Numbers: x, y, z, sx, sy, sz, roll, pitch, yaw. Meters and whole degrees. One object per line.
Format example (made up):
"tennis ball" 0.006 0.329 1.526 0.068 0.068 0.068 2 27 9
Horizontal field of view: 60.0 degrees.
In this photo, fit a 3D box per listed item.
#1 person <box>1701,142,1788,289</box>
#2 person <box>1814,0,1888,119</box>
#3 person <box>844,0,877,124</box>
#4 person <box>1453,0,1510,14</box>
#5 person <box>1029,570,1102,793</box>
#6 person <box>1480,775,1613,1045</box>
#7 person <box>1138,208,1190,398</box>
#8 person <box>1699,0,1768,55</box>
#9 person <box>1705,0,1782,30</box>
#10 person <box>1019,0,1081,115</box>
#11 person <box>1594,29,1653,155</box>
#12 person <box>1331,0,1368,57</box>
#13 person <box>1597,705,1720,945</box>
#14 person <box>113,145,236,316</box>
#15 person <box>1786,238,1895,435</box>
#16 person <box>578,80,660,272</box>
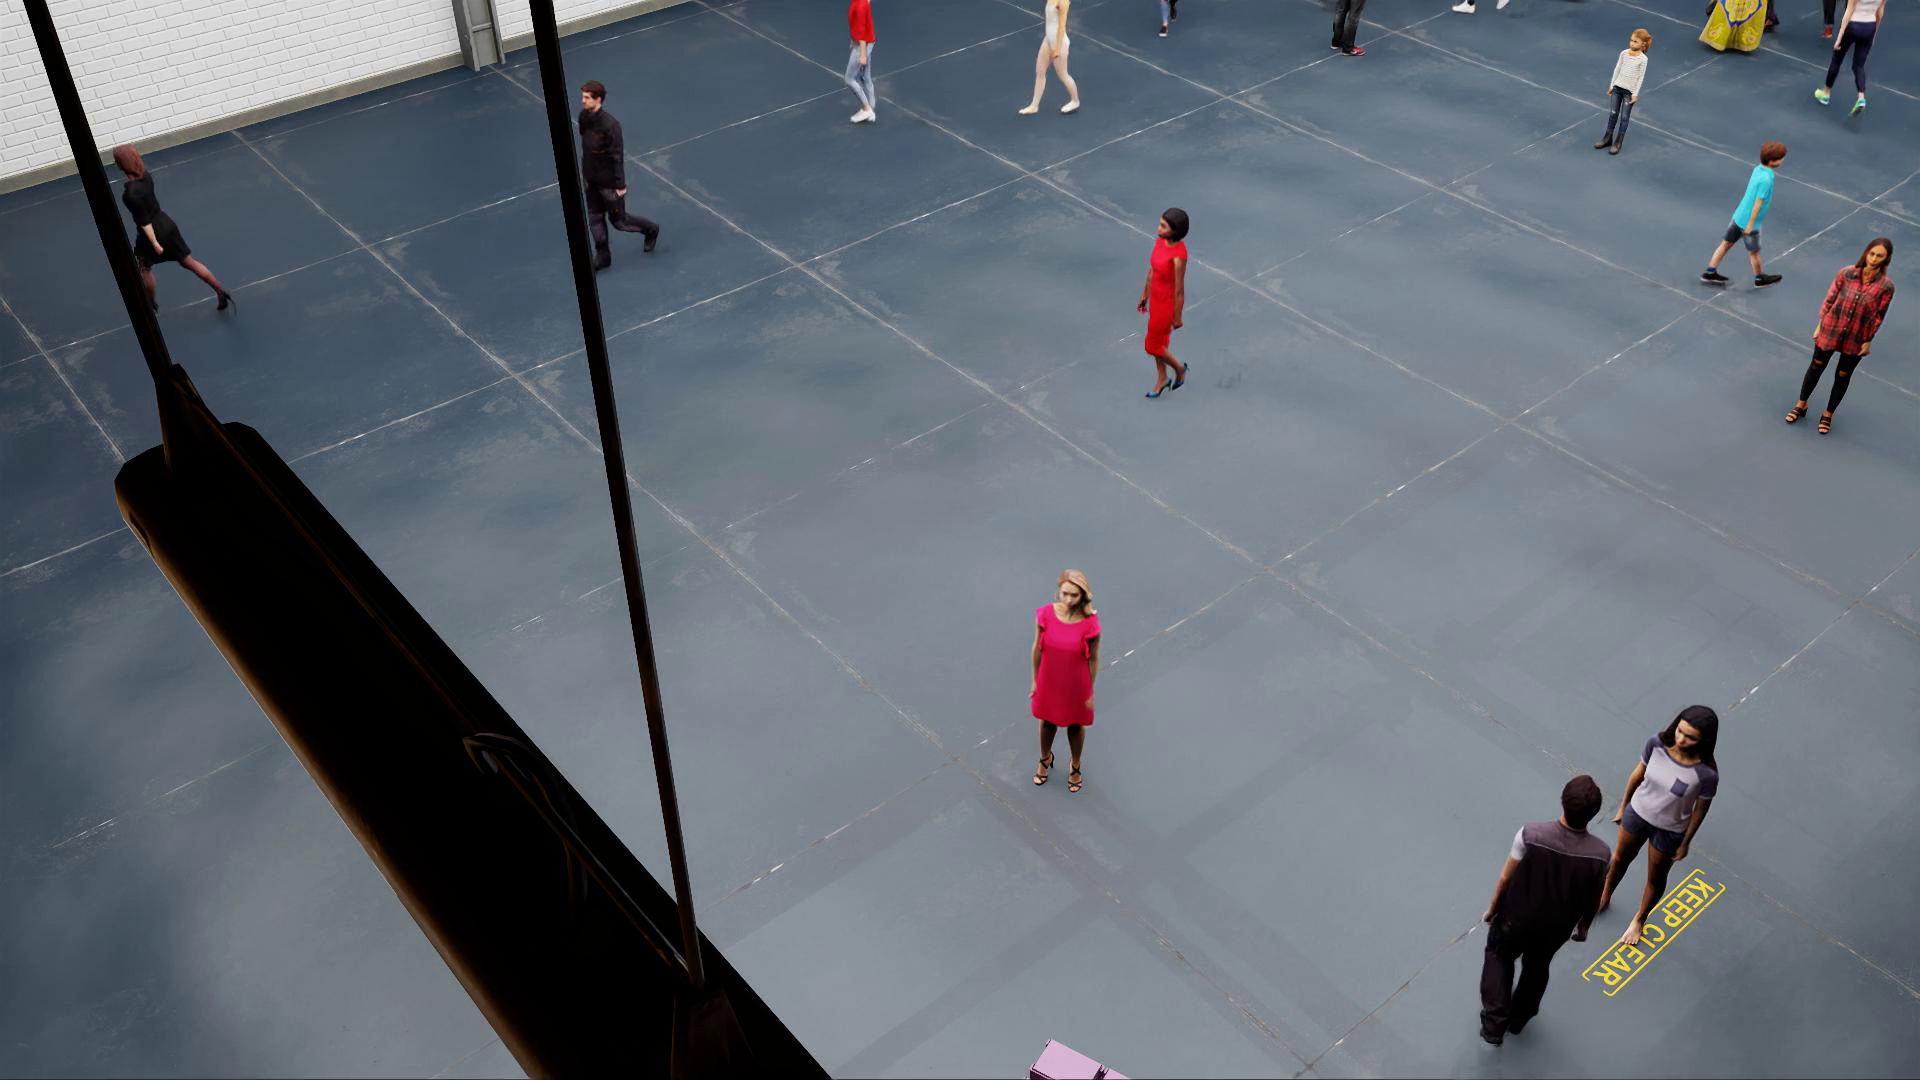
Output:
"person" 7.117 -2.950 15.153 0.950 1.420 0.900 4 39 5
"person" 9.766 -5.420 18.043 1.109 1.673 1.118 1 39 1
"person" -0.975 -5.287 17.860 0.778 1.694 0.742 -1 39 -2
"person" 6.531 -7.281 20.311 1.027 1.751 0.980 5 39 6
"person" 0.642 0.855 10.142 0.661 1.728 0.694 11 40 13
"person" 2.996 2.006 8.619 0.896 1.830 0.963 13 40 15
"person" 1.752 -1.925 13.618 0.778 1.734 0.703 -12 40 -14
"person" 9.202 -6.528 19.442 1.007 1.658 1.035 9 39 11
"person" 9.735 -6.913 19.958 0.959 1.616 1.119 17 42 20
"person" 1.111 -5.397 18.059 0.978 1.618 0.744 -14 41 -17
"person" 6.989 -4.720 17.453 0.486 1.316 0.471 -29 47 -31
"person" 4.621 -6.583 19.395 0.648 1.803 0.706 -14 41 -16
"person" 3.879 1.564 9.249 0.509 1.734 0.587 -30 47 -32
"person" -6.953 -2.674 14.616 1.150 1.659 1.057 1 39 1
"person" 7.073 -1.643 13.292 0.650 1.700 0.609 27 46 29
"person" -3.212 -3.371 15.360 0.800 1.820 1.068 30 48 32
